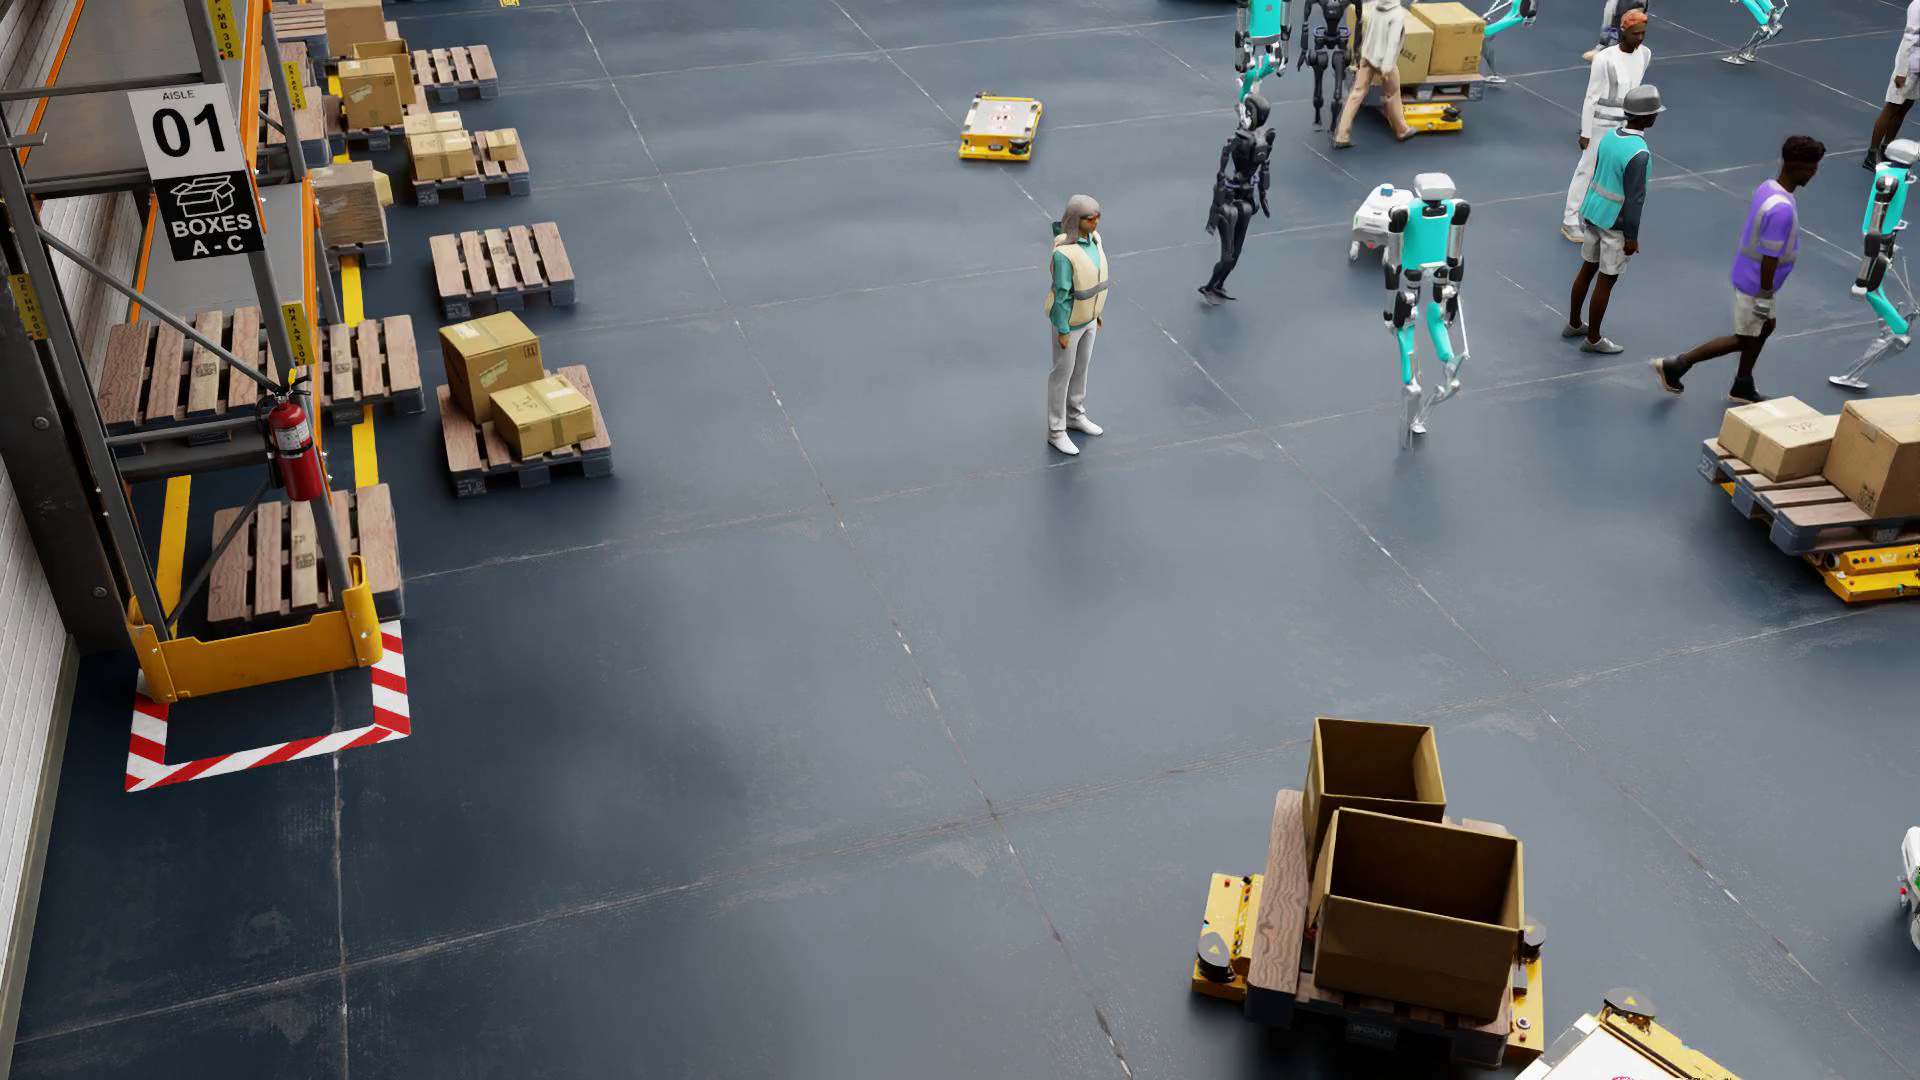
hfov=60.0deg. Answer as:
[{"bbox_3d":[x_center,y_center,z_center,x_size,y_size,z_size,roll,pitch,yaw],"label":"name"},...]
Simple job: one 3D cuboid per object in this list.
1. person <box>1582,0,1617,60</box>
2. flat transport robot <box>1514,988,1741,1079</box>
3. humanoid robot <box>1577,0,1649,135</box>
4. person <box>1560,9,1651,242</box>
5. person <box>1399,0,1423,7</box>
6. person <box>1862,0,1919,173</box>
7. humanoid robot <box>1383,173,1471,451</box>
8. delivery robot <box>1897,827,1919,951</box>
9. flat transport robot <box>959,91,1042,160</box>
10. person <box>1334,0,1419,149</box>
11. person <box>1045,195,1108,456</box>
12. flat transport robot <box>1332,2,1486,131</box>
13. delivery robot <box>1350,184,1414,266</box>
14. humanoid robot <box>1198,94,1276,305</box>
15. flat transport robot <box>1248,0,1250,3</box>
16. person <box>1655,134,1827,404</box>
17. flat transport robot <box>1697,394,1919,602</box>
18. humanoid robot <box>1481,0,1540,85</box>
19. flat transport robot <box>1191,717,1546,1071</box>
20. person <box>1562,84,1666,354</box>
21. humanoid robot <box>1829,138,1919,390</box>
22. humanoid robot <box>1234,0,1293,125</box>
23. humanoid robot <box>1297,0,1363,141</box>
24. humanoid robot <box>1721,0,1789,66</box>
[{"bbox_3d":[7.096,-5.914,17.513,0.640,1.829,0.350,9,34,13],"label":"person"},{"bbox_3d":[2.406,2.295,6.338,1.431,0.231,0.659,-25,41,-33],"label":"flat transport robot"},{"bbox_3d":[6.162,-4.588,15.613,0.381,1.646,0.611,-1,33,-2],"label":"humanoid robot"},{"bbox_3d":[5.284,-3.369,13.548,0.583,1.882,0.337,-15,36,-22],"label":"person"},{"bbox_3d":[5.247,-6.983,19.180,0.618,1.791,0.955,15,36,21],"label":"person"},{"bbox_3d":[8.550,-4.238,14.832,0.545,1.938,0.373,-20,38,-27],"label":"person"},{"bbox_3d":[3.027,-1.356,10.701,0.544,1.903,0.723,-7,34,-10],"label":"humanoid robot"},{"bbox_3d":[4.510,1.531,7.241,0.758,0.587,0.509,10,35,15],"label":"delivery robot"},{"bbox_3d":[0.400,-3.969,15.946,0.659,0.231,1.431,4,33,6],"label":"flat transport robot"},{"bbox_3d":[3.928,-4.443,15.433,0.902,1.627,0.472,-17,37,-25],"label":"person"},{"bbox_3d":[0.731,-1.397,10.680,0.365,1.711,0.465,20,38,28],"label":"person"},{"bbox_3d":[4.441,-4.405,16.615,0.659,0.231,1.431,-4,33,-6],"label":"flat transport robot"},{"bbox_3d":[3.454,-2.616,13.596,0.499,0.580,0.757,15,36,21],"label":"delivery robot"},{"bbox_3d":[2.083,-2.560,12.507,0.611,1.638,0.413,-24,40,-32],"label":"humanoid robot"},{"bbox_3d":[3.032,-6.795,20.281,1.431,0.231,0.659,17,37,24],"label":"flat transport robot"},{"bbox_3d":[5.206,-1.754,11.029,0.778,1.934,0.638,11,35,16],"label":"person"},{"bbox_3d":[5.240,-0.121,10.045,0.659,0.231,1.431,-5,33,-8],"label":"flat transport robot"},{"bbox_3d":[5.553,-5.401,16.823,0.824,1.787,0.541,0,33,-1],"label":"humanoid robot"},{"bbox_3d":[1.754,1.782,7.125,1.431,0.231,0.659,8,34,12],"label":"flat transport robot"},{"bbox_3d":[4.623,-2.269,11.809,0.417,1.941,0.554,-6,34,-8],"label":"person"},{"bbox_3d":[6.339,-1.773,11.250,0.667,1.816,0.544,21,38,29],"label":"humanoid robot"},{"bbox_3d":[2.711,-4.495,15.427,0.571,1.780,0.895,-7,34,-10],"label":"humanoid robot"},{"bbox_3d":[3.491,-4.608,15.653,0.610,1.629,0.614,6,34,9],"label":"humanoid robot"},{"bbox_3d":[8.334,-5.756,17.220,0.533,1.677,0.735,-15,36,-21],"label":"humanoid robot"}]
